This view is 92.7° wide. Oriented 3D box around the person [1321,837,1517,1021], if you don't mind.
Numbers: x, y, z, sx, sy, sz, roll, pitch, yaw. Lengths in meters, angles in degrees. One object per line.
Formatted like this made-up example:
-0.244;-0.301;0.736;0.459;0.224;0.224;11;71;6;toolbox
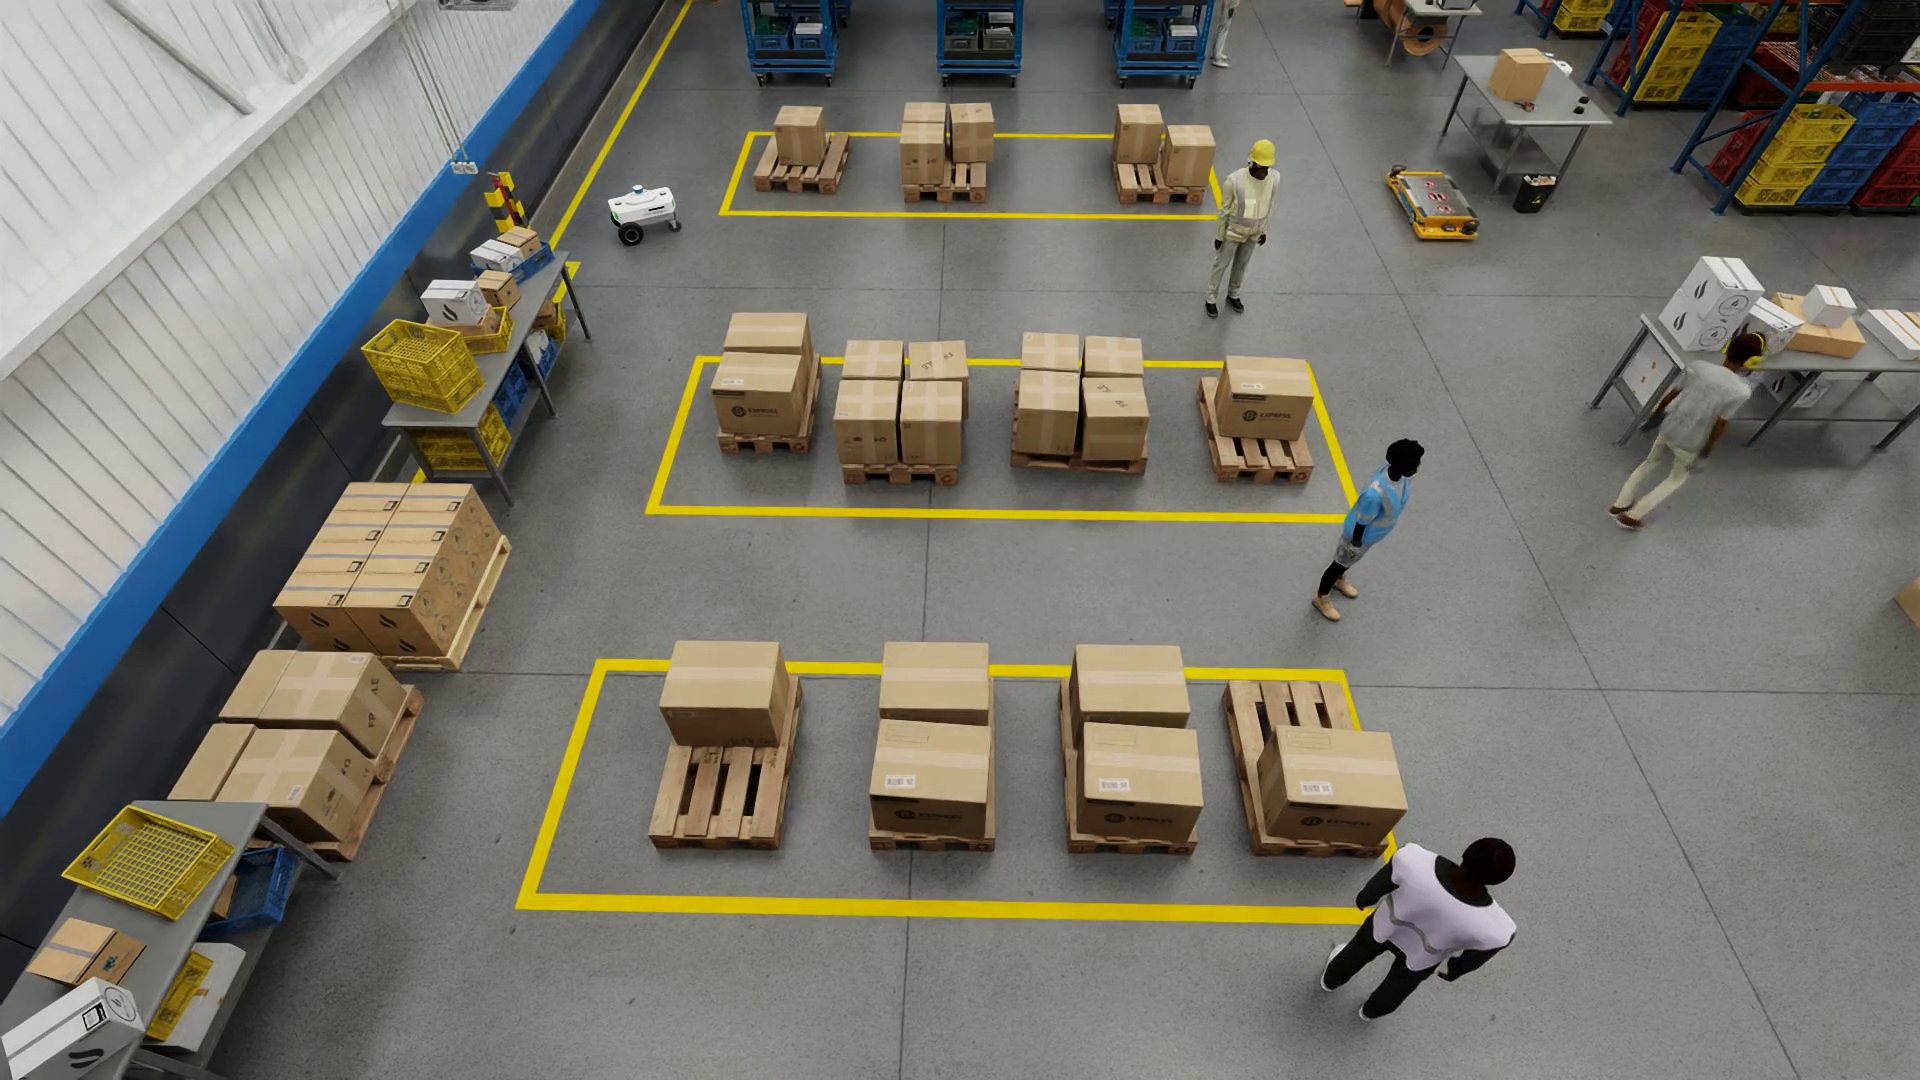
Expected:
2.310;2.010;4.694;0.389;1.918;0.590;-35;58;-27;person

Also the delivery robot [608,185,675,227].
-3.668;-3.860;10.610;0.707;0.478;0.477;-20;52;-17;delivery robot

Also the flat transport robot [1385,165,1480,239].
5.692;-4.094;11.059;0.652;0.197;1.431;1;49;1;flat transport robot

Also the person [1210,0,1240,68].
3.958;-7.851;13.411;0.311;1.638;0.523;8;50;7;person

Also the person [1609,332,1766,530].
5.639;-0.796;7.171;0.514;1.844;0.597;-15;51;-13;person

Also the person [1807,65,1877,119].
11.930;-6.390;11.987;0.337;1.881;0.584;-22;53;-18;person

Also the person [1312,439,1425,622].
2.957;-0.084;6.651;0.318;1.697;0.535;35;58;27;person

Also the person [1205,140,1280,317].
2.828;-3.097;9.170;0.590;1.833;0.404;-13;50;-11;person
